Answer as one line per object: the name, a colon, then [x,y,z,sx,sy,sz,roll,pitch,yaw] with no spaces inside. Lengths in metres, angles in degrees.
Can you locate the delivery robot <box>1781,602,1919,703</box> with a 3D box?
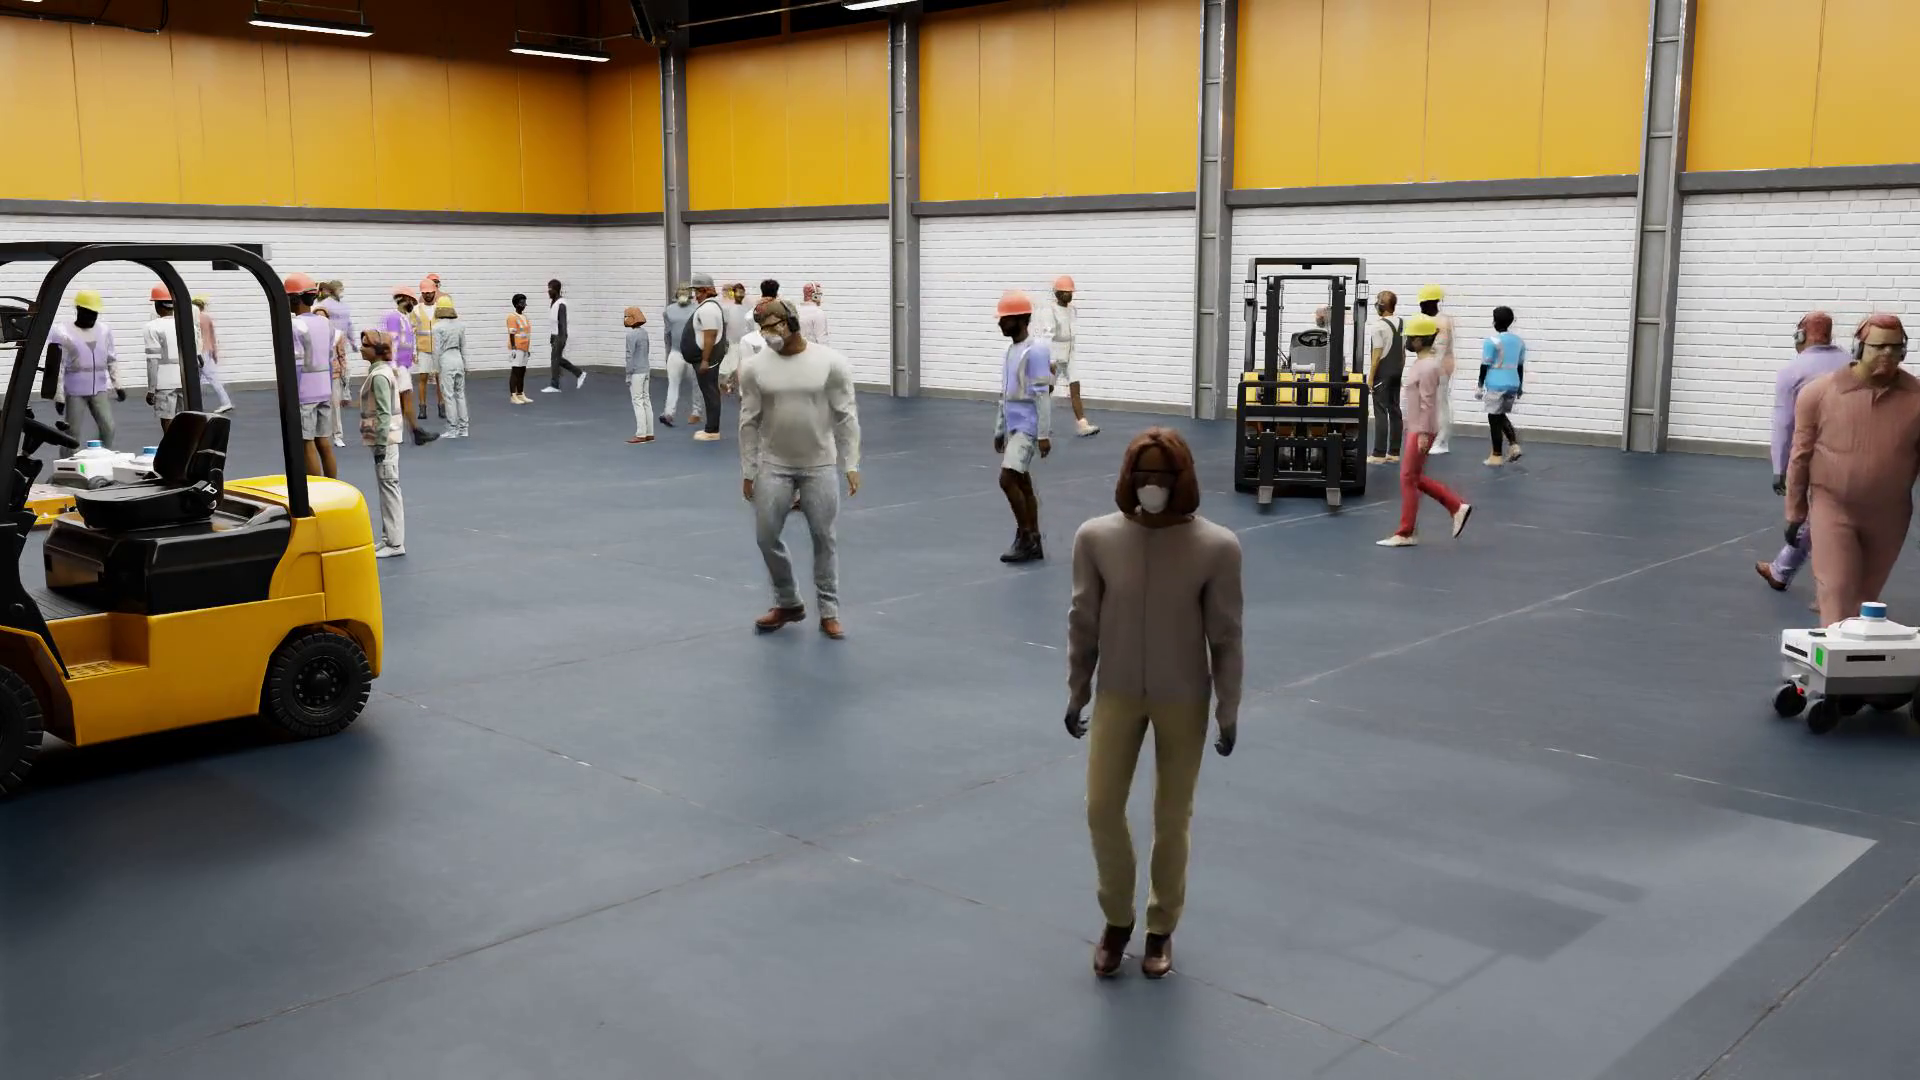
delivery robot: [4.128,0.525,7.548,0.707,0.478,0.477,-1,9,-4]

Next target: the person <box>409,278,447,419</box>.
person: [-7.306,-2.636,22.990,0.548,1.937,0.379,-3,10,-20]

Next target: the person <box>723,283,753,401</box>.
person: [-3.459,-3.091,26.041,0.516,1.856,0.553,-5,10,-28]

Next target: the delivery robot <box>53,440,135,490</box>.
delivery robot: [-7.621,-0.636,14.666,0.477,0.478,0.707,2,9,12]

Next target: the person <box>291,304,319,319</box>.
person: [-9.639,-2.813,24.540,0.630,1.800,0.942,-6,11,-31]

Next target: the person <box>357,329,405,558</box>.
person: [-4.167,-0.695,11.986,0.306,1.645,0.523,-3,10,-20]

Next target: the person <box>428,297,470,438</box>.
person: [-6.284,-2.110,20.452,0.417,1.734,0.499,5,11,30]

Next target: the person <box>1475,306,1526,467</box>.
person: [5.647,-1.596,17.389,0.544,1.684,0.358,-5,11,-29]

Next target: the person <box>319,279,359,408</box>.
person: [-9.170,-2.904,24.725,0.675,1.908,0.635,1,9,8]

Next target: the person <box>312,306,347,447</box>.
person: [-7.378,-1.883,19.285,0.514,1.641,0.307,-5,11,-28]

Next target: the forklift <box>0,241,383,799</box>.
forklift: [-3.706,-0.171,7.093,1.214,2.155,2.313,9,13,43]

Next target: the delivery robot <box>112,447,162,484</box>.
delivery robot: [-6.877,-0.552,14.153,0.707,0.478,0.477,6,11,32]

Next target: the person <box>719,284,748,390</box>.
person: [-3.789,-3.362,27.817,0.649,1.822,1.076,-7,11,-35]

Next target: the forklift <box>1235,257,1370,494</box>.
forklift: [3.309,-1.629,16.029,1.214,2.155,2.313,2,9,11]

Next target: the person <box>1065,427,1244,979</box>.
person: [0.551,0.485,4.794,0.522,1.618,0.425,2,10,13]

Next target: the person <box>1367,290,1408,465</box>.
person: [4.509,-1.716,17.632,0.504,1.847,0.345,-6,11,-33]

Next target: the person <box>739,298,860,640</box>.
person: [-0.896,-0.389,9.324,0.688,1.914,0.383,1,9,7]

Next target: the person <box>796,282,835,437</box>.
person: [-1.793,-2.173,20.244,0.399,1.909,0.642,-7,12,-38]

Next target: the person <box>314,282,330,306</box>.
person: [-9.687,-2.985,25.339,0.329,1.872,0.507,-2,9,-11]

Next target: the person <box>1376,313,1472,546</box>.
person: [3.482,-0.807,12.358,0.640,1.749,0.530,1,9,6]

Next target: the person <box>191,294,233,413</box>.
person: [-10.892,-2.672,23.943,0.887,1.709,0.536,1,9,4]

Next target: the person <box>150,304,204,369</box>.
person: [-9.984,-2.380,21.241,0.612,1.996,0.389,-7,12,-37]

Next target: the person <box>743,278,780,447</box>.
person: [-2.196,-2.035,19.221,0.612,1.964,0.361,2,9,10]

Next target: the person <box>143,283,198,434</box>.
person: [-7.631,-1.510,16.084,0.360,1.938,0.545,5,10,28]

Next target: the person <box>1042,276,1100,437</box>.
person: [1.275,-2.275,20.638,0.635,1.984,1.067,-9,13,-42]

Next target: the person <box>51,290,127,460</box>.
person: [-8.224,-1.407,15.656,0.579,1.871,0.619,5,11,30]

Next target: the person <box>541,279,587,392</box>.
person: [-6.711,-3.439,28.018,0.733,1.900,0.607,-4,10,-25]

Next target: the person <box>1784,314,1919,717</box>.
person: [4.253,-0.116,7.790,0.663,1.852,1.038,3,10,15]

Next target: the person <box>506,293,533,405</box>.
person: [-6.744,-2.924,25.479,0.320,1.698,0.538,2,9,12]

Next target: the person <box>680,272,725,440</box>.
person: [-3.118,-2.228,20.174,0.536,2.000,0.688,-1,9,-5]

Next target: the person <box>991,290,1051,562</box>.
person: [0.384,-0.781,11.668,0.549,1.914,0.583,-4,10,-22]

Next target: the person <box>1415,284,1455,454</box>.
person: [5.294,-1.898,18.572,0.489,1.903,0.603,-1,9,-8]

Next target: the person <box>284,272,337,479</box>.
person: [-5.409,-1.184,13.764,0.374,2.043,0.614,2,9,10]

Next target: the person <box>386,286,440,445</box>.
person: [-6.545,-2.056,19.673,0.691,1.863,0.628,0,9,1]

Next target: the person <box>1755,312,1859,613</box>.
person: [5.280,-0.490,10.273,0.657,1.796,1.139,-2,10,-14]

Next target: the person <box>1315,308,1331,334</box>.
person: [4.278,-1.968,19.906,0.831,1.591,0.541,4,10,21]

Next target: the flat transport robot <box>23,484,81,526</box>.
flat transport robot: [-7.674,-0.305,13.795,1.431,0.197,0.652,7,12,37]

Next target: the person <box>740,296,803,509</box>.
person: [-1.607,-1.185,14.402,0.589,1.846,0.971,-6,11,-31]

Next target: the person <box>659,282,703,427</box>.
person: [-3.640,-2.422,21.867,0.633,1.870,1.024,2,9,10]

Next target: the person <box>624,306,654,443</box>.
person: [-3.846,-1.965,19.836,0.282,1.626,0.502,2,9,13]

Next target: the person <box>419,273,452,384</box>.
person: [-9.417,-3.789,29.914,0.609,1.986,0.390,-7,11,-35]
